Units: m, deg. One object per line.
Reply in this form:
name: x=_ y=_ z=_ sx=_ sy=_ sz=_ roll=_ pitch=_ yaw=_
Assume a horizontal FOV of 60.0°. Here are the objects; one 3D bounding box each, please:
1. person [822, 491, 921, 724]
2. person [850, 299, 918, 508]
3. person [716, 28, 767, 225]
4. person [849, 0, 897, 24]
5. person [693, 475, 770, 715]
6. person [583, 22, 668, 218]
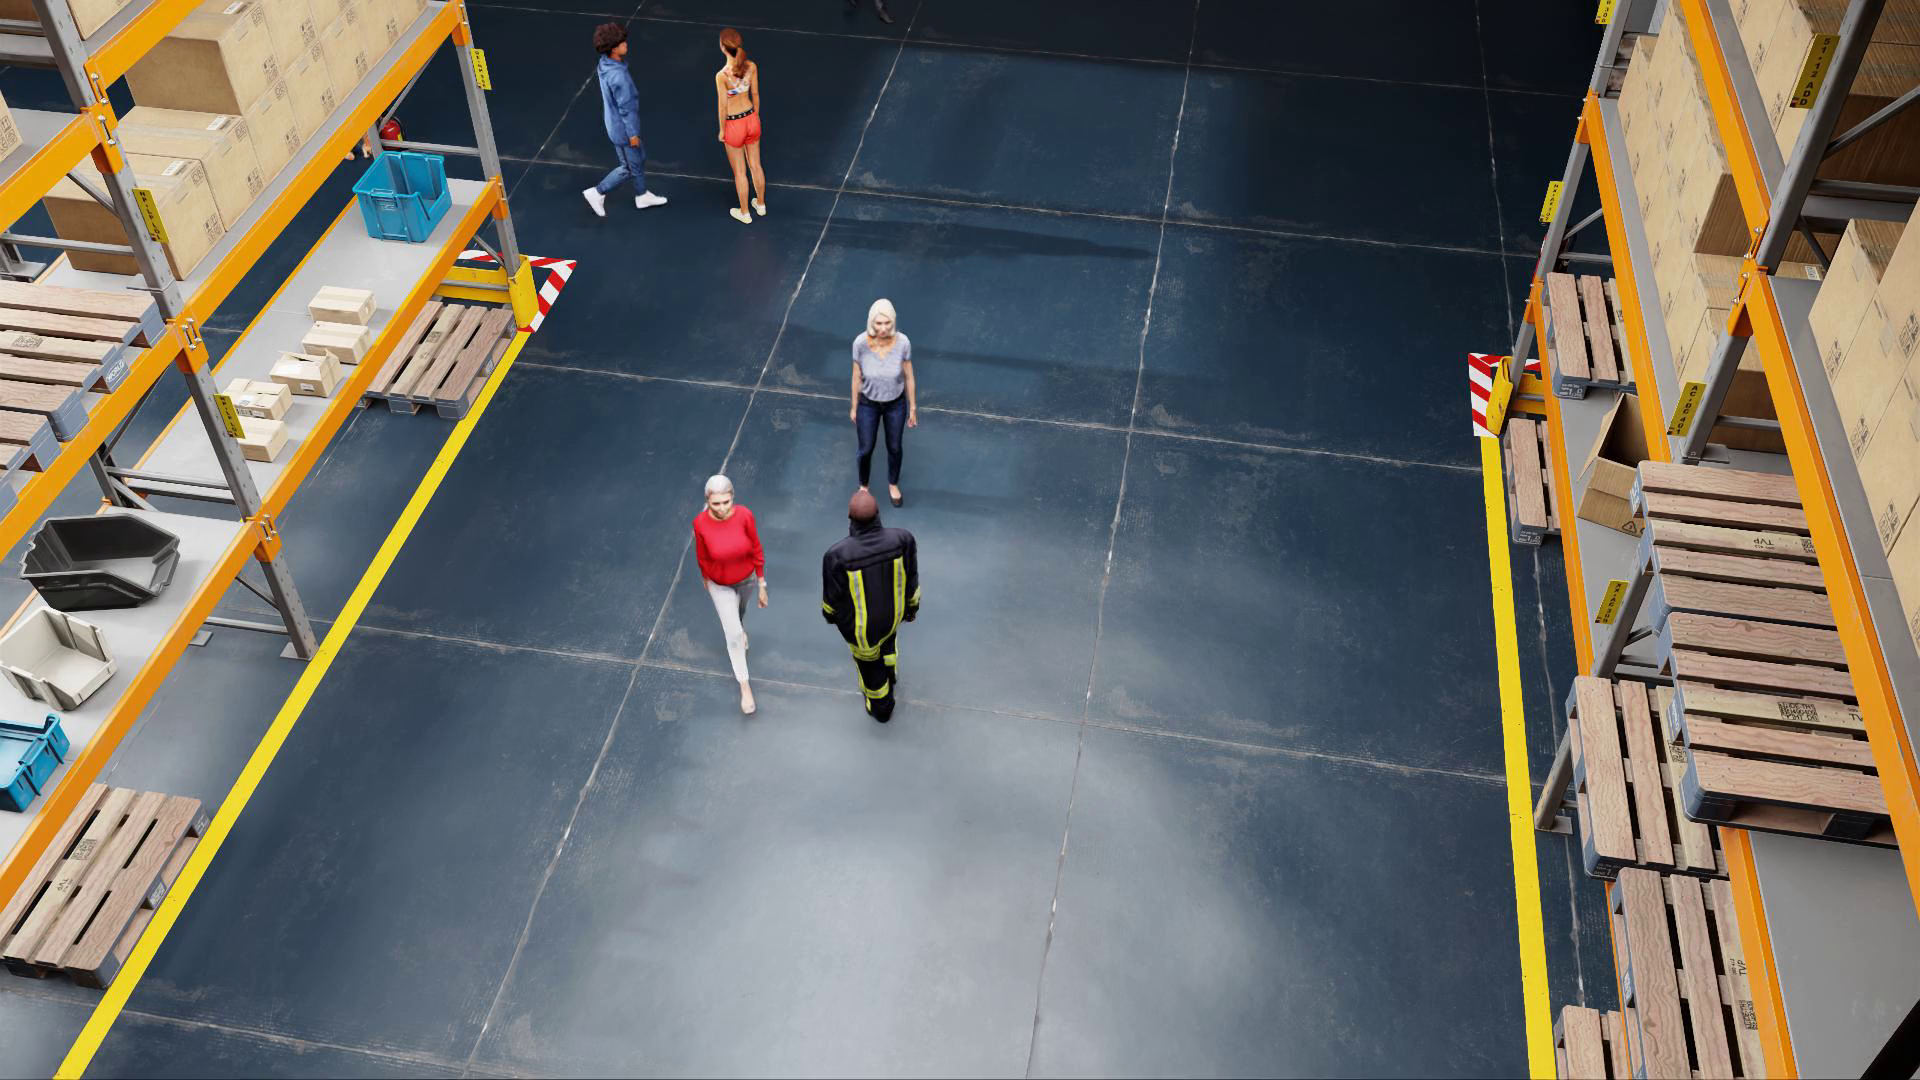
person: x=-0.510 y=0.456 z=10.235 sx=0.923 sy=1.812 sz=0.960 roll=-16 pitch=46 yaw=-16
person: x=-0.552 y=-1.015 z=11.848 sx=0.689 sy=1.718 sz=0.669 roll=-4 pitch=44 yaw=-4
person: x=-1.912 y=-3.607 z=14.516 sx=0.672 sy=1.790 sz=0.742 roll=-29 pitch=51 yaw=-27
person: x=-1.038 y=-6.257 z=17.475 sx=0.948 sy=1.546 sz=1.043 roll=27 pitch=50 yaw=25
person: x=-1.455 y=0.203 z=10.624 sx=0.917 sy=1.643 sz=1.174 roll=-13 pitch=45 yaw=-13
person: x=-3.016 y=-3.615 z=14.527 sx=0.980 sy=1.787 sz=1.023 roll=-12 pitch=45 yaw=-12
